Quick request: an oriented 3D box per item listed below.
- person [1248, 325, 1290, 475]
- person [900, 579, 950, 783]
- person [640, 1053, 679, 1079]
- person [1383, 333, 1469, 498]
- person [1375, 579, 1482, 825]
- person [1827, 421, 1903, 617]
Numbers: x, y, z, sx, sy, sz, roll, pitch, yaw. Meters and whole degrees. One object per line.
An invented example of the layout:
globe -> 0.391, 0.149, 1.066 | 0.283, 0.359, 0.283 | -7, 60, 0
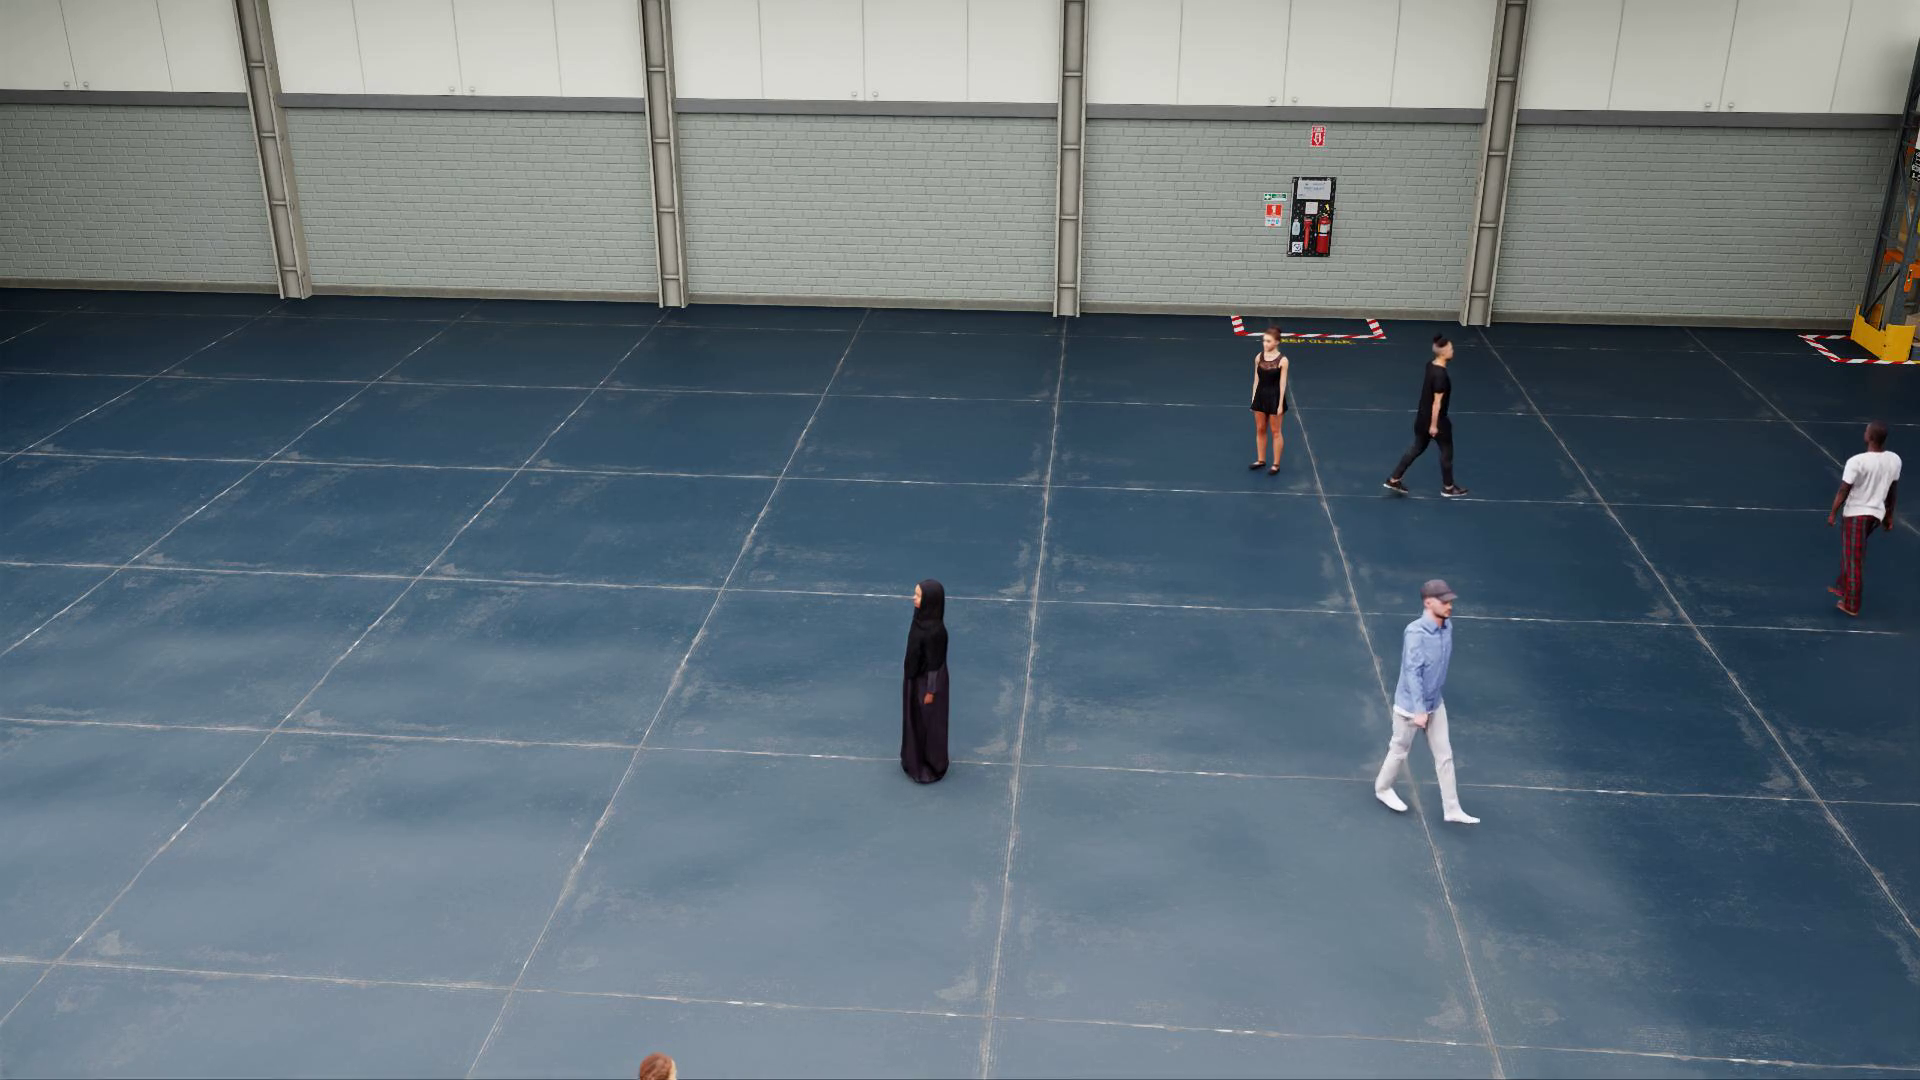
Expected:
person -> 3.459, -1.568, 18.534 | 0.671, 1.679, 0.749 | 20, 30, 38
person -> -0.245, 1.033, 12.501 | 0.693, 1.614, 0.676 | -6, 24, -14
person -> -1.530, 3.051, 8.513 | 0.549, 1.021, 0.503 | -13, 26, -28
person -> 4.967, -1.308, 17.739 | 1.160, 1.824, 0.758 | 0, 23, 0
person -> 3.239, 1.133, 11.958 | 1.085, 1.854, 1.102 | -15, 27, -30
person -> 8.230, -0.160, 15.047 | 0.792, 1.817, 0.865 | -4, 23, -10
